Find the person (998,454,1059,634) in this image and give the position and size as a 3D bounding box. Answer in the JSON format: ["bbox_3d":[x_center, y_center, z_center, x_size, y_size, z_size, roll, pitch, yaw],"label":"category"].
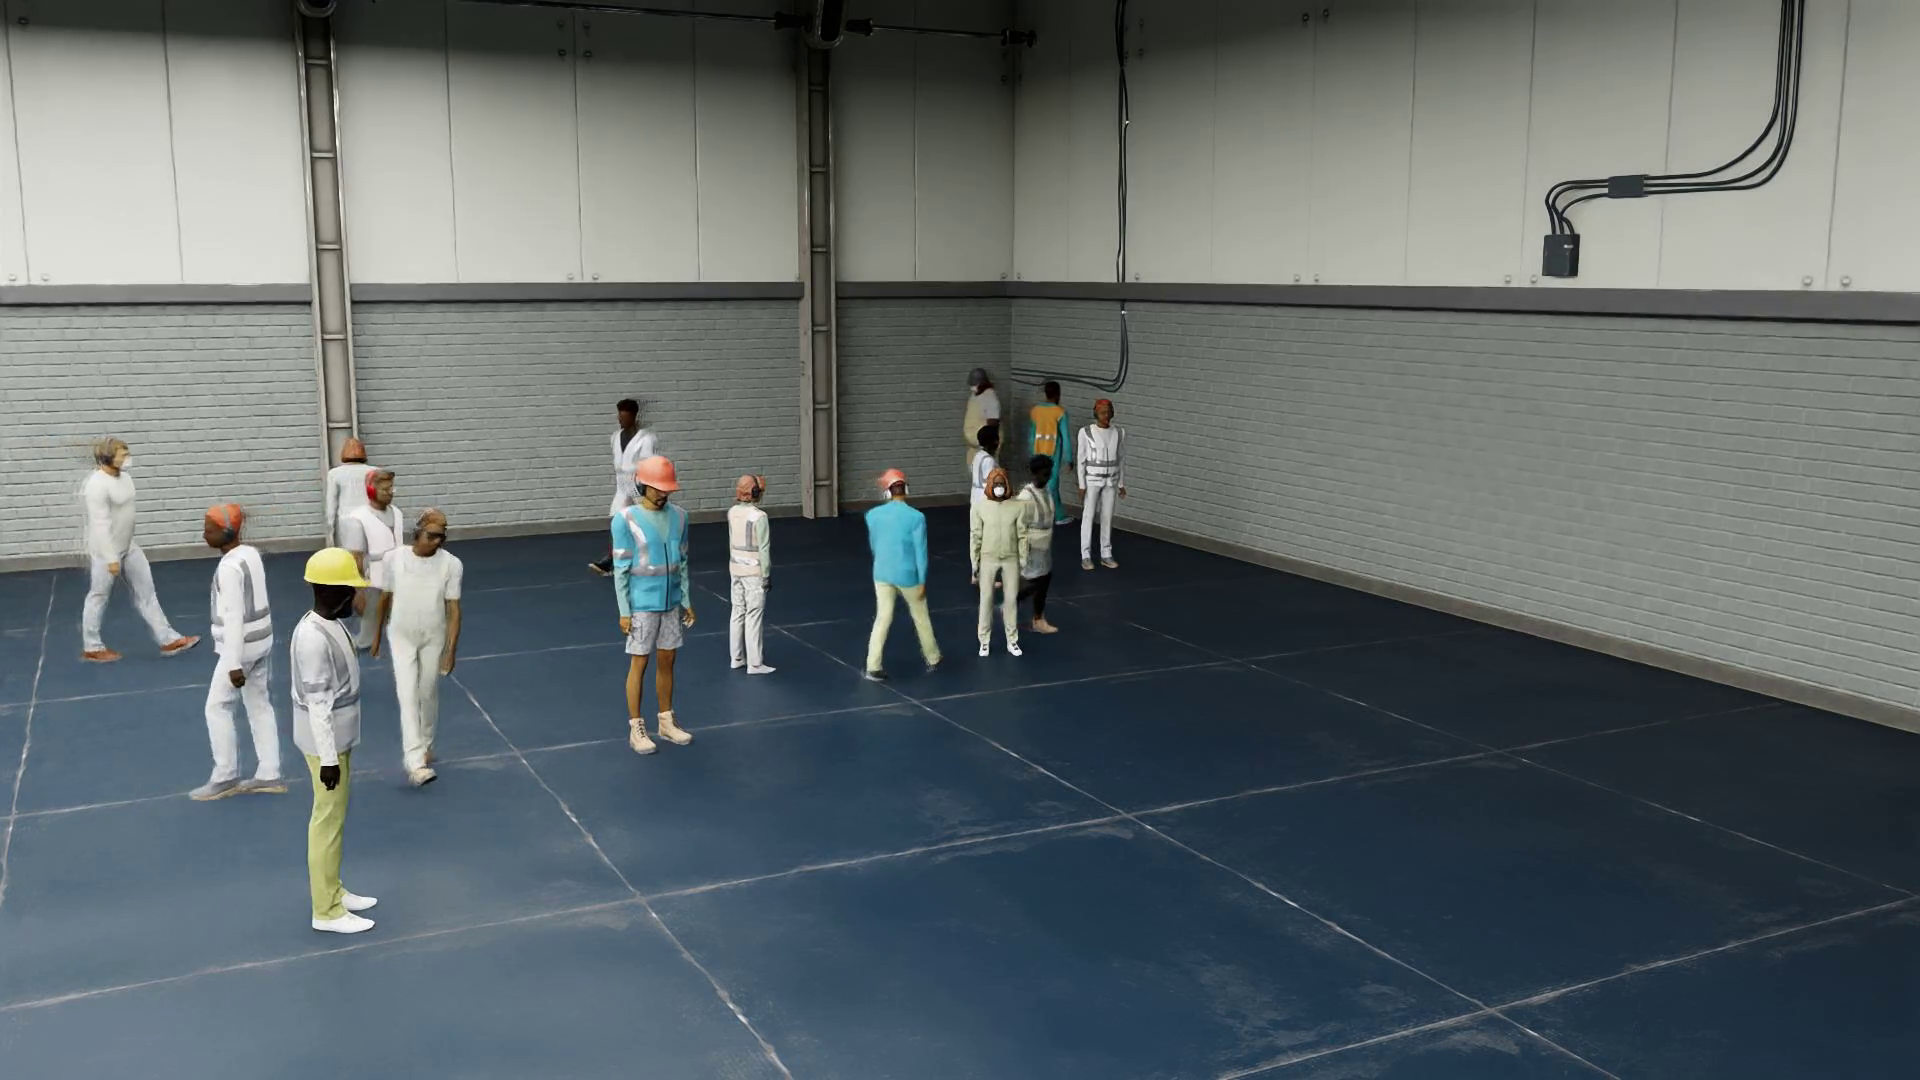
[{"bbox_3d":[0.643,0.045,14.881,0.464,1.667,0.551,5,10,27],"label":"person"}]

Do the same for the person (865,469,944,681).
[{"bbox_3d":[-0.496,0.275,13.432,0.564,1.696,0.857,4,10,24],"label":"person"}]

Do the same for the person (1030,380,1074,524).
[{"bbox_3d":[1.128,-1.097,21.247,0.886,1.891,0.597,-8,12,-41],"label":"person"}]

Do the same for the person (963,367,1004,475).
[{"bbox_3d":[0.309,-1.396,22.629,0.672,2.000,0.718,-4,10,-25],"label":"person"}]

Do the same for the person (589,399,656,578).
[{"bbox_3d":[-3.550,-0.558,17.851,0.630,1.903,1.074,6,11,31],"label":"person"}]

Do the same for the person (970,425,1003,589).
[{"bbox_3d":[0.275,-0.350,17.238,0.319,1.695,0.538,-2,9,-13],"label":"person"}]

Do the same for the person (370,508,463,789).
[{"bbox_3d":[-3.468,0.681,10.632,0.591,1.778,0.930,-3,10,-17],"label":"person"}]

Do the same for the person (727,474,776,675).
[{"bbox_3d":[-1.711,0.281,13.558,0.312,1.632,0.518,-8,12,-41],"label":"person"}]

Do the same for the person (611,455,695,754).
[{"bbox_3d":[-2.073,0.432,11.388,0.383,2.036,0.605,9,13,43],"label":"person"}]

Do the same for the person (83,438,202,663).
[{"bbox_3d":[-6.907,0.099,13.848,0.994,1.894,0.658,0,9,0],"label":"person"}]

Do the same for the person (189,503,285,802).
[{"bbox_3d":[-4.520,0.688,10.340,0.546,1.861,0.667,-1,9,-5],"label":"person"}]

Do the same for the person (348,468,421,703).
[{"bbox_3d":[-4.434,0.352,12.564,0.833,1.820,0.574,3,10,16],"label":"person"}]

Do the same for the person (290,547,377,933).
[{"bbox_3d":[-3.116,0.987,8.303,0.381,1.922,0.594,-3,10,-16],"label":"person"}]

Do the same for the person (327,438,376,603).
[{"bbox_3d":[-5.986,-0.192,16.486,0.522,1.627,0.294,-4,10,-24],"label":"person"}]

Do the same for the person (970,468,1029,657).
[{"bbox_3d":[0.333,0.191,14.137,0.499,1.627,0.279,-1,9,-8],"label":"person"}]

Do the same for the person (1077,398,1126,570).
[{"bbox_3d":[1.559,-0.617,18.316,0.574,1.883,0.361,-4,10,-21],"label":"person"}]
